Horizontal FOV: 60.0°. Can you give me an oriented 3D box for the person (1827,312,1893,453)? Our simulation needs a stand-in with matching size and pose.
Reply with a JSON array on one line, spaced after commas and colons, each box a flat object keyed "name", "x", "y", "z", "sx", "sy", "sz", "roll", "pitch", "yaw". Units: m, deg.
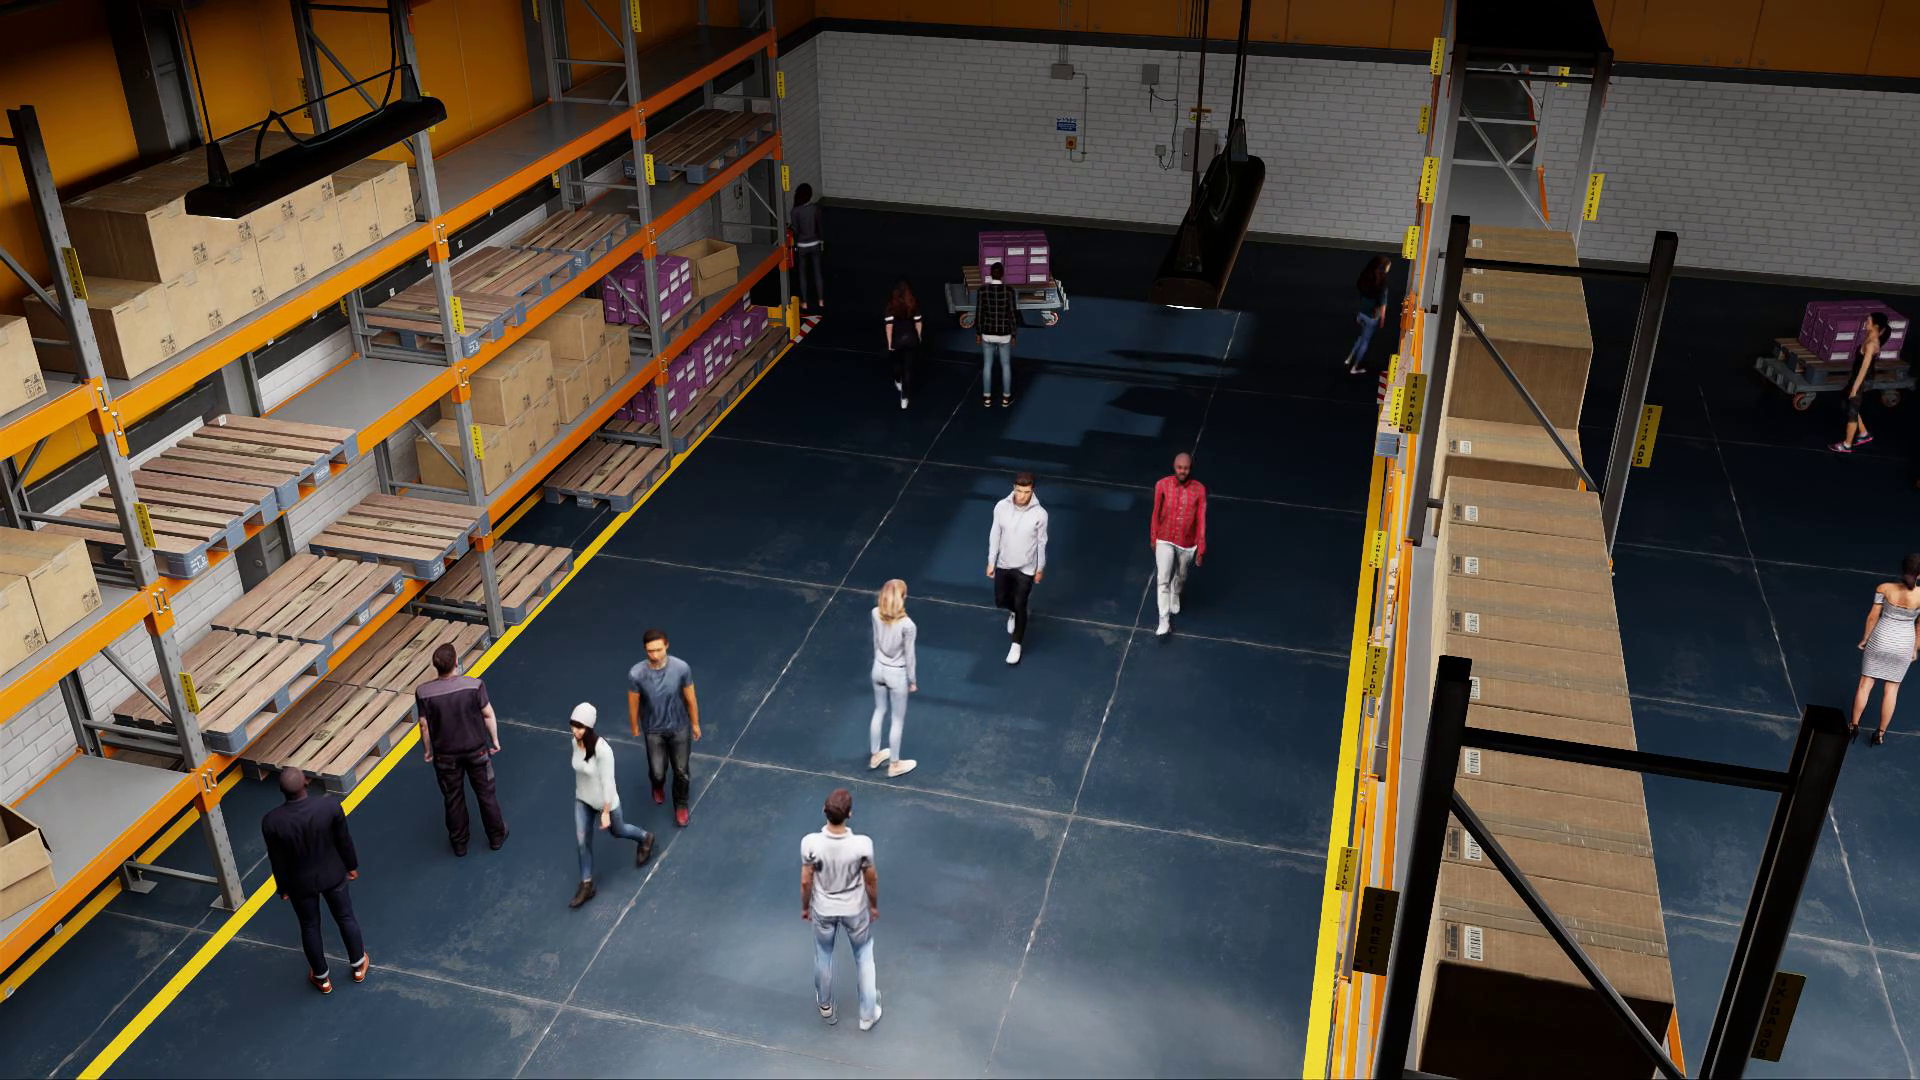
[{"name": "person", "x": 10.402, "y": -1.774, "z": 19.026, "sx": 0.734, "sy": 1.721, "sz": 0.679, "roll": 16, "pitch": 32, "yaw": 27}]

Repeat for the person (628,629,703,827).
[{"name": "person", "x": -2.331, "y": 1.410, "z": 13.111, "sx": 0.850, "sy": 1.793, "sz": 0.902, "roll": -9, "pitch": 30, "yaw": -15}]

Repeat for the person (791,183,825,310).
[{"name": "person", "x": -2.125, "y": -4.119, "z": 23.272, "sx": 0.687, "sy": 1.769, "sz": 0.716, "roll": -11, "pitch": 31, "yaw": -20}]

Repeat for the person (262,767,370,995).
[{"name": "person", "x": -4.422, "y": 2.321, "z": 11.415, "sx": 0.782, "sy": 1.818, "sz": 0.833, "roll": -14, "pitch": 32, "yaw": -25}]

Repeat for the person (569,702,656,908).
[{"name": "person", "x": -2.636, "y": 1.903, "z": 12.397, "sx": 0.819, "sy": 1.612, "sz": 1.168, "roll": 17, "pitch": 33, "yaw": 28}]

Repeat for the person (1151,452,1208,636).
[{"name": "person", "x": 2.062, "y": -0.040, "z": 15.783, "sx": 0.762, "sy": 1.781, "sz": 1.225, "roll": 5, "pitch": 29, "yaw": 8}]

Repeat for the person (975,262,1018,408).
[{"name": "person", "x": 0.440, "y": -2.501, "z": 20.254, "sx": 0.688, "sy": 1.820, "sz": 0.602, "roll": 3, "pitch": 29, "yaw": 6}]

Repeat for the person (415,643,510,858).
[{"name": "person", "x": -3.819, "y": 1.596, "z": 12.717, "sx": 0.809, "sy": 1.845, "sz": 0.780, "roll": -6, "pitch": 29, "yaw": -12}]

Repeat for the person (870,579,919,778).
[{"name": "person", "x": -0.563, "y": 1.119, "z": 13.647, "sx": 0.672, "sy": 1.790, "sz": 0.672, "roll": 21, "pitch": 35, "yaw": 33}]

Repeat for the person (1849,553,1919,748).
[{"name": "person", "x": 7.797, "y": 0.928, "z": 13.963, "sx": 0.647, "sy": 1.824, "sz": 0.614, "roll": 15, "pitch": 32, "yaw": 26}]

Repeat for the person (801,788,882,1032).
[{"name": "person", "x": -0.786, "y": 2.463, "z": 11.113, "sx": 0.751, "sy": 1.858, "sz": 0.765, "roll": -2, "pitch": 29, "yaw": -3}]

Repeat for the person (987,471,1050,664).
[{"name": "person", "x": 0.548, "y": 0.179, "z": 15.249, "sx": 0.699, "sy": 1.908, "sz": 0.893, "roll": 8, "pitch": 30, "yaw": 14}]

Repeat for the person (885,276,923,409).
[{"name": "person", "x": -0.674, "y": -2.384, "z": 20.262, "sx": 0.793, "sy": 1.608, "sz": 1.060, "roll": -1, "pitch": 29, "yaw": -1}]

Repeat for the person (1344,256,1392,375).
[{"name": "person", "x": 5.143, "y": -2.812, "z": 21.058, "sx": 0.790, "sy": 1.596, "sz": 0.725, "roll": -16, "pitch": 33, "yaw": -27}]
